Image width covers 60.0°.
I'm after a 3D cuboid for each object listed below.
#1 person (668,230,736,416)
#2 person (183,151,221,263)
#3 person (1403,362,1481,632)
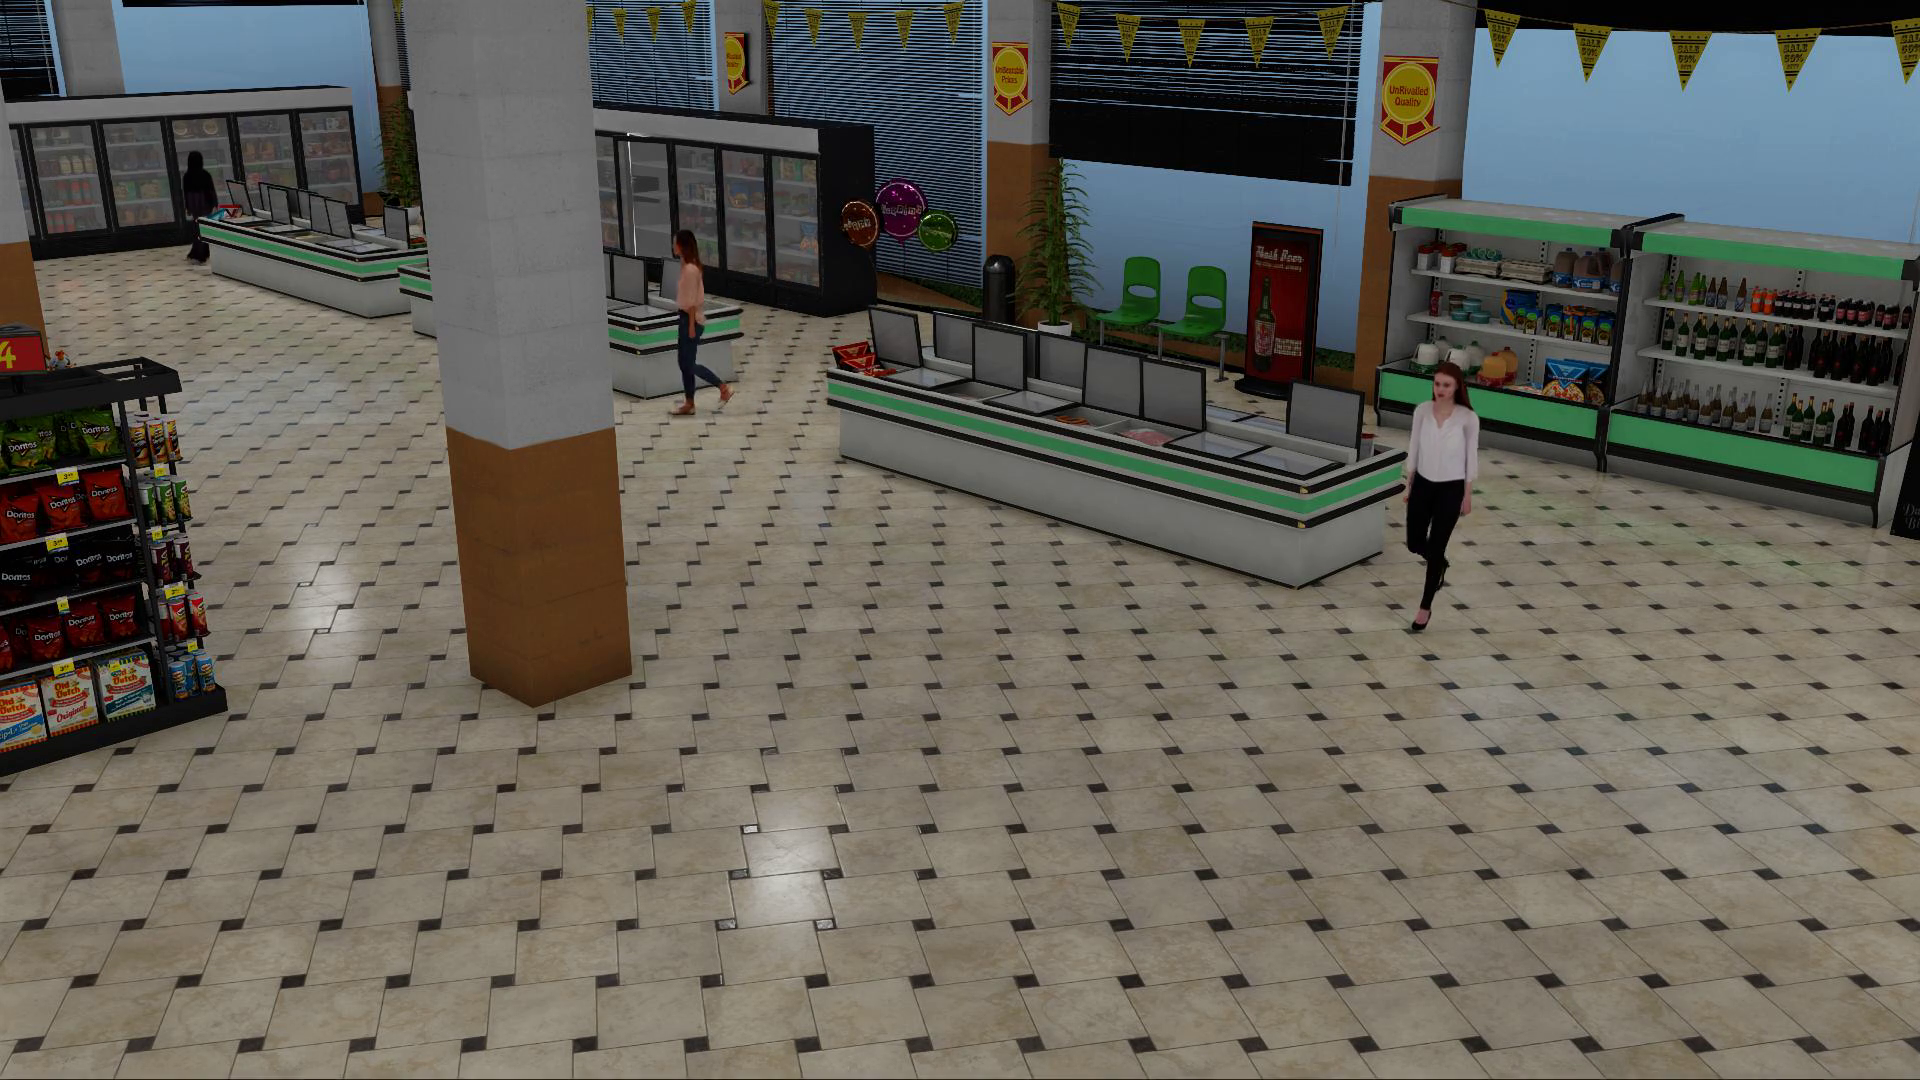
[{"bbox_3d":[-2.485,-2.054,15.850,0.928,1.779,0.921,-3,19,-10],"label":"person"},{"bbox_3d":[-11.296,-4.926,24.640,1.155,1.605,0.996,6,19,17],"label":"person"},{"bbox_3d":[3.107,-0.292,10.679,0.809,1.744,0.750,14,23,35],"label":"person"}]
